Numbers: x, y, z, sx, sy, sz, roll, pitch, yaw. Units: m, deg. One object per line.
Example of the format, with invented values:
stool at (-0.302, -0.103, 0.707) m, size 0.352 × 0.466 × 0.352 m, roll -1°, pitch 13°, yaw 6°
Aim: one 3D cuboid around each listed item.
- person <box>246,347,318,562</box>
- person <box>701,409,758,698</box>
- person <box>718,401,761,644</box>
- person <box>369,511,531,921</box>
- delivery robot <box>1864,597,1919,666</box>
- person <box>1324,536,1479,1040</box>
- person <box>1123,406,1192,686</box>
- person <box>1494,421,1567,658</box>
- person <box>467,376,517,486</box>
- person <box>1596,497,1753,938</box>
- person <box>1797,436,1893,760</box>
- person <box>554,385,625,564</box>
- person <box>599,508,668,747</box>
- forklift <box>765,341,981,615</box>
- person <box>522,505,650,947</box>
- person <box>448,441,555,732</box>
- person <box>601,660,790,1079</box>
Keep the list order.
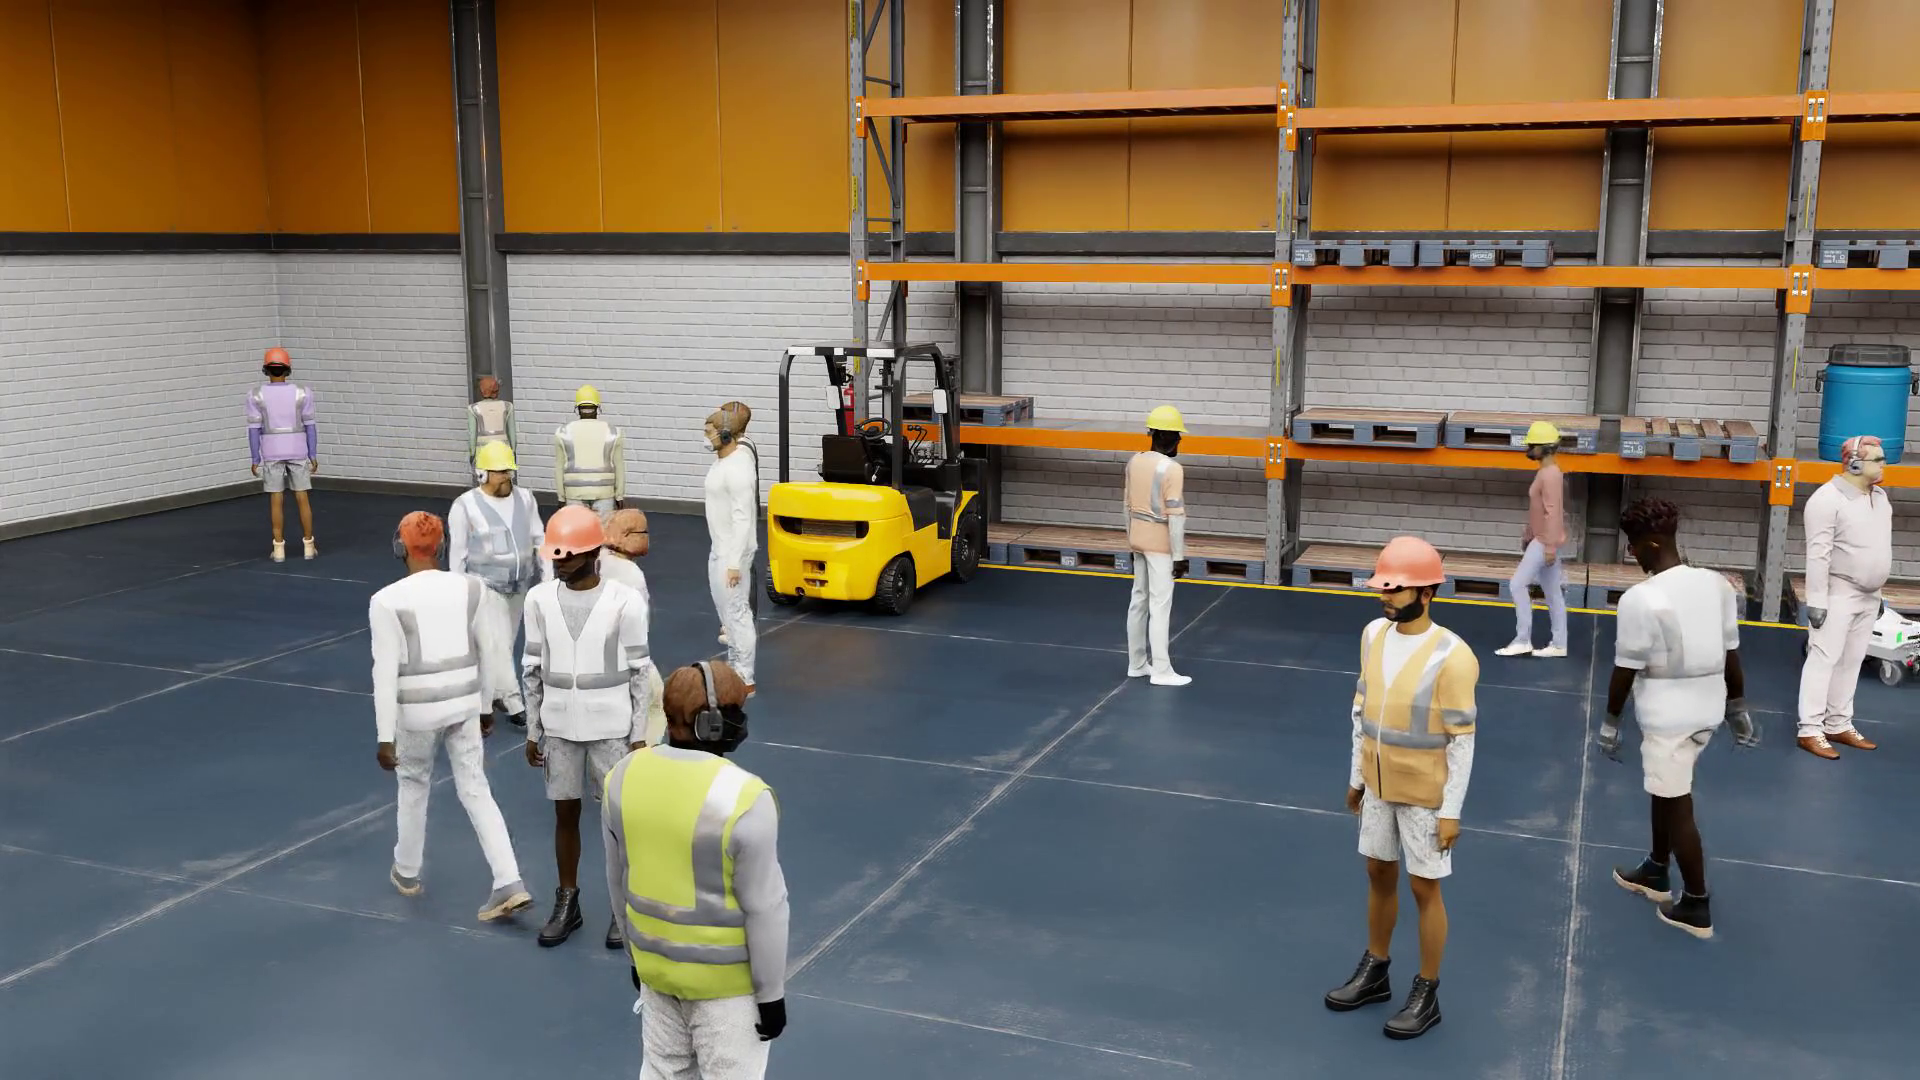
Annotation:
person at (-6.441, -0.814, 15.843) m, size 0.605 × 2.045 × 0.383 m, roll -5°, pitch 11°, yaw -25°
person at (-1.533, 0.101, 11.062) m, size 0.365 × 1.937 × 0.652 m, roll -3°, pitch 11°, yaw -19°
person at (-1.684, -0.133, 12.607) m, size 0.345 × 1.847 × 0.506 m, roll 0°, pitch 10°, yaw -2°
person at (-2.333, 0.793, 7.500) m, size 0.629 × 1.841 × 0.983 m, roll -9°, pitch 14°, yaw -42°
delivery robot at (6.398, 0.634, 11.666) m, size 0.477 × 0.478 × 0.707 m, roll -4°, pitch 11°, yaw -22°
person at (1.693, 0.939, 6.371) m, size 0.374 × 1.939 × 0.545 m, roll -6°, pitch 12°, yaw -31°
person at (1.355, 0.039, 11.433) m, size 0.383 × 1.923 × 0.589 m, roll -6°, pitch 12°, yaw -28°
person at (4.162, 0.011, 12.090) m, size 0.657 × 1.743 × 0.554 m, roll 3°, pitch 11°, yaw 18°
person at (-4.889, -0.894, 17.417) m, size 0.513 × 1.641 × 0.307 m, roll -6°, pitch 12°, yaw -29°
person at (3.127, 0.758, 7.430) m, size 0.696 × 1.917 × 0.796 m, roll -5°, pitch 11°, yaw -26°
person at (5.266, 0.331, 9.847) m, size 0.653 × 1.907 × 0.408 m, roll -6°, pitch 12°, yaw -29°
person at (-3.156, -0.407, 14.207) m, size 0.586 × 1.824 × 0.404 m, roll -3°, pitch 10°, yaw -14°
person at (-1.757, 0.626, 9.024) m, size 0.490 × 1.617 × 0.502 m, roll -7°, pitch 12°, yaw -35°
forklift at (-0.739, -0.602, 14.246) m, size 1.214 × 2.155 × 2.313 m, roll 4°, pitch 11°, yaw 21°
person at (-1.609, 0.803, 7.144) m, size 0.551 × 1.933 × 0.359 m, roll 1°, pitch 10°, yaw 5°
person at (-2.815, 0.282, 10.428) m, size 0.855 × 1.795 × 0.605 m, roll 8°, pitch 13°, yaw 39°
person at (-0.744, 1.256, 4.888) m, size 0.624 × 1.841 × 0.430 m, roll 7°, pitch 12°, yaw 33°
